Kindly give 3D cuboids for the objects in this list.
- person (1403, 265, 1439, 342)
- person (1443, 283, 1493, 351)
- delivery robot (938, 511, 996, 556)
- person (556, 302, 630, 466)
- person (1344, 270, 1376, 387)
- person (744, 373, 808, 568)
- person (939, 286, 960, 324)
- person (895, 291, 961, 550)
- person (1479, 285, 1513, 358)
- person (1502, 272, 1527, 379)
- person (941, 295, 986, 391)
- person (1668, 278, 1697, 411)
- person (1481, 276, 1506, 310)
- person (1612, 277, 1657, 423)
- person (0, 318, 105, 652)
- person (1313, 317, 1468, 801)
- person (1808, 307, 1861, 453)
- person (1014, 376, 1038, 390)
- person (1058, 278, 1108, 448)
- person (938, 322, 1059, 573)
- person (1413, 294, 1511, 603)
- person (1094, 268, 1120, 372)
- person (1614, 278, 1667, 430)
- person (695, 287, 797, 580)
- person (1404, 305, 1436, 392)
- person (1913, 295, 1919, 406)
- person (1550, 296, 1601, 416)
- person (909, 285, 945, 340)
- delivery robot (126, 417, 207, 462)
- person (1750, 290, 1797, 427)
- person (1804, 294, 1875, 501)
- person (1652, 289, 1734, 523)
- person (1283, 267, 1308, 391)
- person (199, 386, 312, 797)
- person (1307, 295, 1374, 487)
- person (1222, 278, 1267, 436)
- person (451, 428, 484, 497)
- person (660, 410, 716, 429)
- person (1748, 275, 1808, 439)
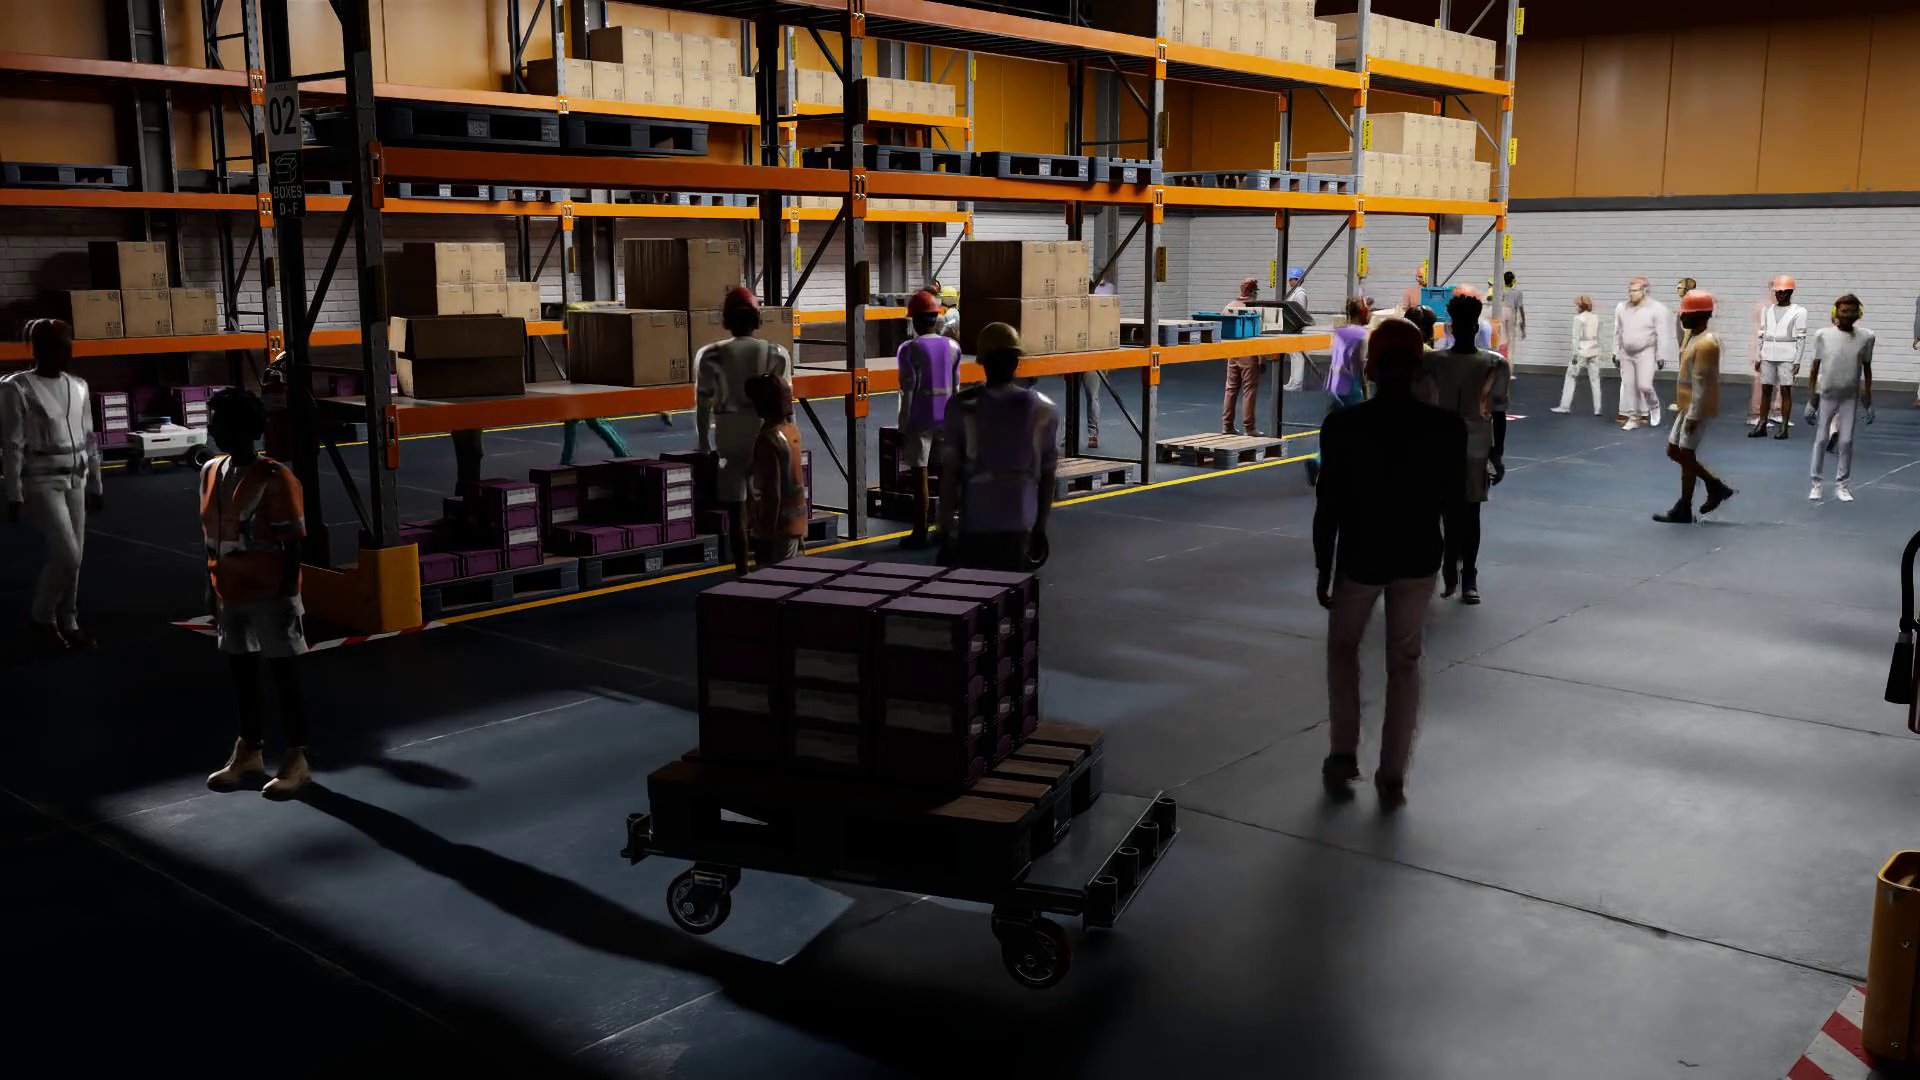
[{"bbox_3d":[7.201,-3.290,25.966,0.612,1.995,0.393,-1,10,-6],"label":"person"},{"bbox_3d":[5.086,-1.626,16.734,0.555,1.911,0.555,-9,14,-43],"label":"person"},{"bbox_3d":[0.197,-0.101,11.644,0.707,0.478,0.477,-8,12,-36],"label":"delivery robot"},{"bbox_3d":[-3.741,-1.520,16.659,0.884,1.730,0.538,-5,11,-25],"label":"person"},{"bbox_3d":[6.469,-3.465,26.941,0.939,2.014,0.629,2,10,10],"label":"person"},{"bbox_3d":[-0.921,-0.025,8.400,0.315,1.636,0.515,1,10,8],"label":"person"},{"bbox_3d":[-0.135,-2.593,22.716,0.321,1.742,0.492,1,10,8],"label":"person"},{"bbox_3d":[-0.254,-0.890,12.475,0.544,1.936,0.366,-7,12,-35],"label":"person"},{"bbox_3d":[7.721,-2.812,24.020,0.518,1.726,0.904,1,10,6],"label":"person"},{"bbox_3d":[9.398,-3.657,28.483,0.649,1.855,0.526,5,11,25],"label":"person"},{"bbox_3d":[0.086,-1.665,17.178,0.600,1.832,0.404,-7,12,-35],"label":"person"},{"bbox_3d":[10.070,-2.708,23.082,0.336,1.844,0.508,5,11,28],"label":"person"},{"bbox_3d":[8.663,-3.388,27.019,0.403,1.823,0.588,-1,10,-5],"label":"person"},{"bbox_3d":[8.738,-2.446,21.484,0.574,1.883,0.355,2,10,14],"label":"person"},{"bbox_3d":[-4.984,-0.285,9.211,0.415,1.868,0.621,2,10,14],"label":"person"},{"bbox_3d":[1.768,0.071,6.890,0.635,1.977,0.565,1,10,6],"label":"person"},{"bbox_3d":[9.577,-1.740,18.180,0.528,1.624,0.549,2,10,11],"label":"person"},{"bbox_3d":[0.664,-1.887,18.232,0.408,1.906,0.652,-6,12,-31],"label":"person"},{"bbox_3d":[1.398,-2.011,18.848,0.628,1.940,0.373,2,10,12],"label":"person"},{"bbox_3d":[0.177,-0.107,8.137,0.619,1.886,0.483,-2,10,-12],"label":"person"},{"bbox_3d":[3.165,-0.575,10.591,0.601,1.967,0.369,3,10,17],"label":"person"},{"bbox_3d":[2.556,-3.952,30.033,0.709,1.894,0.478,-5,11,-27],"label":"person"},{"bbox_3d":[8.452,-2.305,20.674,0.511,1.885,0.650,-8,13,-38],"label":"person"},{"bbox_3d":[-1.375,-0.605,10.664,0.620,2.012,0.534,-3,10,-15],"label":"person"},{"bbox_3d":[3.397,-0.841,12.500,0.429,1.837,0.628,-2,10,-9],"label":"person"},{"bbox_3d":[13.978,-2.877,23.777,0.635,1.939,0.361,4,11,22],"label":"person"},{"bbox_3d":[8.396,-2.484,22.467,0.590,1.609,0.654,-5,11,-28],"label":"person"},{"bbox_3d":[-0.302,-2.037,19.320,0.554,1.817,0.958,9,13,42],"label":"person"},{"bbox_3d":[-7.993,-0.999,16.755,0.477,0.478,0.707,9,13,41],"label":"delivery robot"},{"bbox_3d":[10.272,-2.345,20.890,0.659,1.886,0.601,-6,11,-29],"label":"person"},{"bbox_3d":[7.863,-1.256,14.853,0.557,1.852,0.421,3,11,19],"label":"person"},{"bbox_3d":[6.035,-1.078,13.579,0.524,1.922,0.557,3,10,15],"label":"person"},{"bbox_3d":[5.315,-3.327,26.309,0.380,1.951,0.605,0,10,1],"label":"person"},{"bbox_3d":[-2.917,0.213,6.870,0.535,1.697,0.322,5,11,26],"label":"person"},{"bbox_3d":[3.509,-1.329,15.278,0.675,1.827,0.574,-2,10,-12],"label":"person"},{"bbox_3d":[3.446,-2.192,20.012,0.395,1.899,0.637,-9,13,-41],"label":"person"},{"bbox_3d":[-3.658,-0.737,12.463,0.290,1.632,0.501,-5,11,-27],"label":"person"},{"bbox_3d":[-3.376,-2.192,20.633,0.613,1.682,0.542,-9,13,-41],"label":"person"},{"bbox_3d":[9.694,-2.161,19.700,0.364,1.939,0.542,-8,13,-40],"label":"person"}]
